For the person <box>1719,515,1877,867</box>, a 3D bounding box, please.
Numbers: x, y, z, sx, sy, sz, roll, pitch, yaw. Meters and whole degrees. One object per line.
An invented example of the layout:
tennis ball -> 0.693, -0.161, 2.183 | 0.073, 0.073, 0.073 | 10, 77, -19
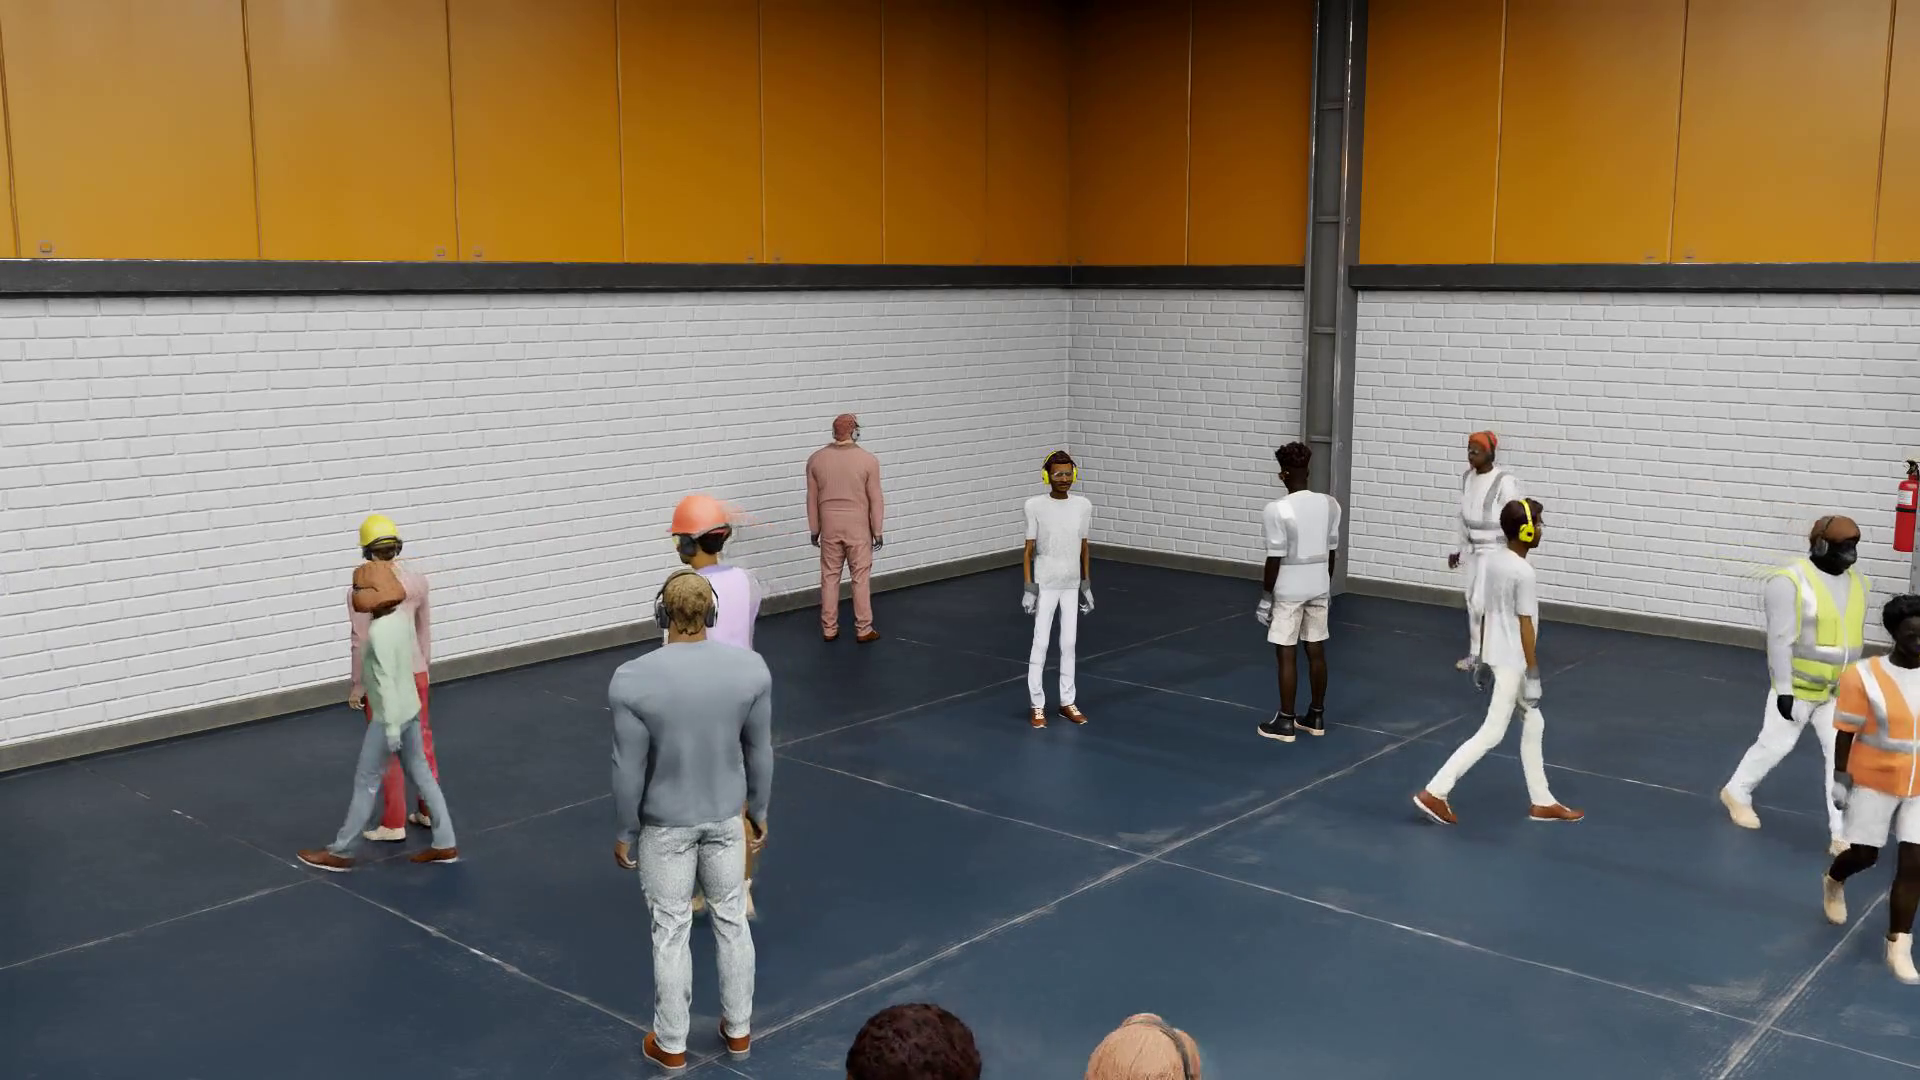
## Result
person -> 4.470, 0.742, 8.812 | 0.626, 1.809, 0.903 | -2, 9, -12

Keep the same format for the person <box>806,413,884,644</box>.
person -> -0.934, -0.096, 13.750 | 0.652, 1.904, 0.402 | 2, 9, 14

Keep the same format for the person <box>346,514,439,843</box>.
person -> -3.065, 0.739, 8.940 | 0.328, 1.765, 0.528 | 5, 11, 30

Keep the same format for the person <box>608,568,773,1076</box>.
person -> -1.018, 1.066, 6.340 | 0.635, 1.938, 0.361 | -5, 10, -26

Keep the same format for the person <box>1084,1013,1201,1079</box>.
person -> 0.340, 1.727, 3.175 | 0.538, 1.616, 0.575 | -3, 9, -18

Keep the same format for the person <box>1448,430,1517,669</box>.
person -> 4.011, 0.088, 12.706 | 0.411, 1.865, 0.623 | -3, 9, -17

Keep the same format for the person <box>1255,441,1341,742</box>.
person -> 2.193, 0.335, 10.869 | 0.601, 1.958, 0.388 | -5, 10, -28

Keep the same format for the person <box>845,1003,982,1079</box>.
person -> 0.003, 1.648, 2.801 | 0.498, 1.901, 0.609 | -5, 10, -30

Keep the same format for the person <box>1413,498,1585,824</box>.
person -> 2.981, 0.675, 9.121 | 0.951, 1.834, 0.520 | 0, 9, 0

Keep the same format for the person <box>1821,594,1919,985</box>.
person -> 4.080, 1.042, 7.311 | 0.535, 1.678, 0.603 | 1, 9, 7

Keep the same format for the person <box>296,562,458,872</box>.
person -> -2.962, 0.903, 8.453 | 0.783, 1.590, 0.512 | -1, 9, -4

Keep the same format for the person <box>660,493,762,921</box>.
person -> -1.165, 0.797, 7.771 | 0.478, 2.028, 0.617 | 8, 12, 40

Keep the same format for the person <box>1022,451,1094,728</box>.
person -> 0.664, 0.326, 11.205 | 0.513, 1.872, 0.328 | -3, 10, -20
